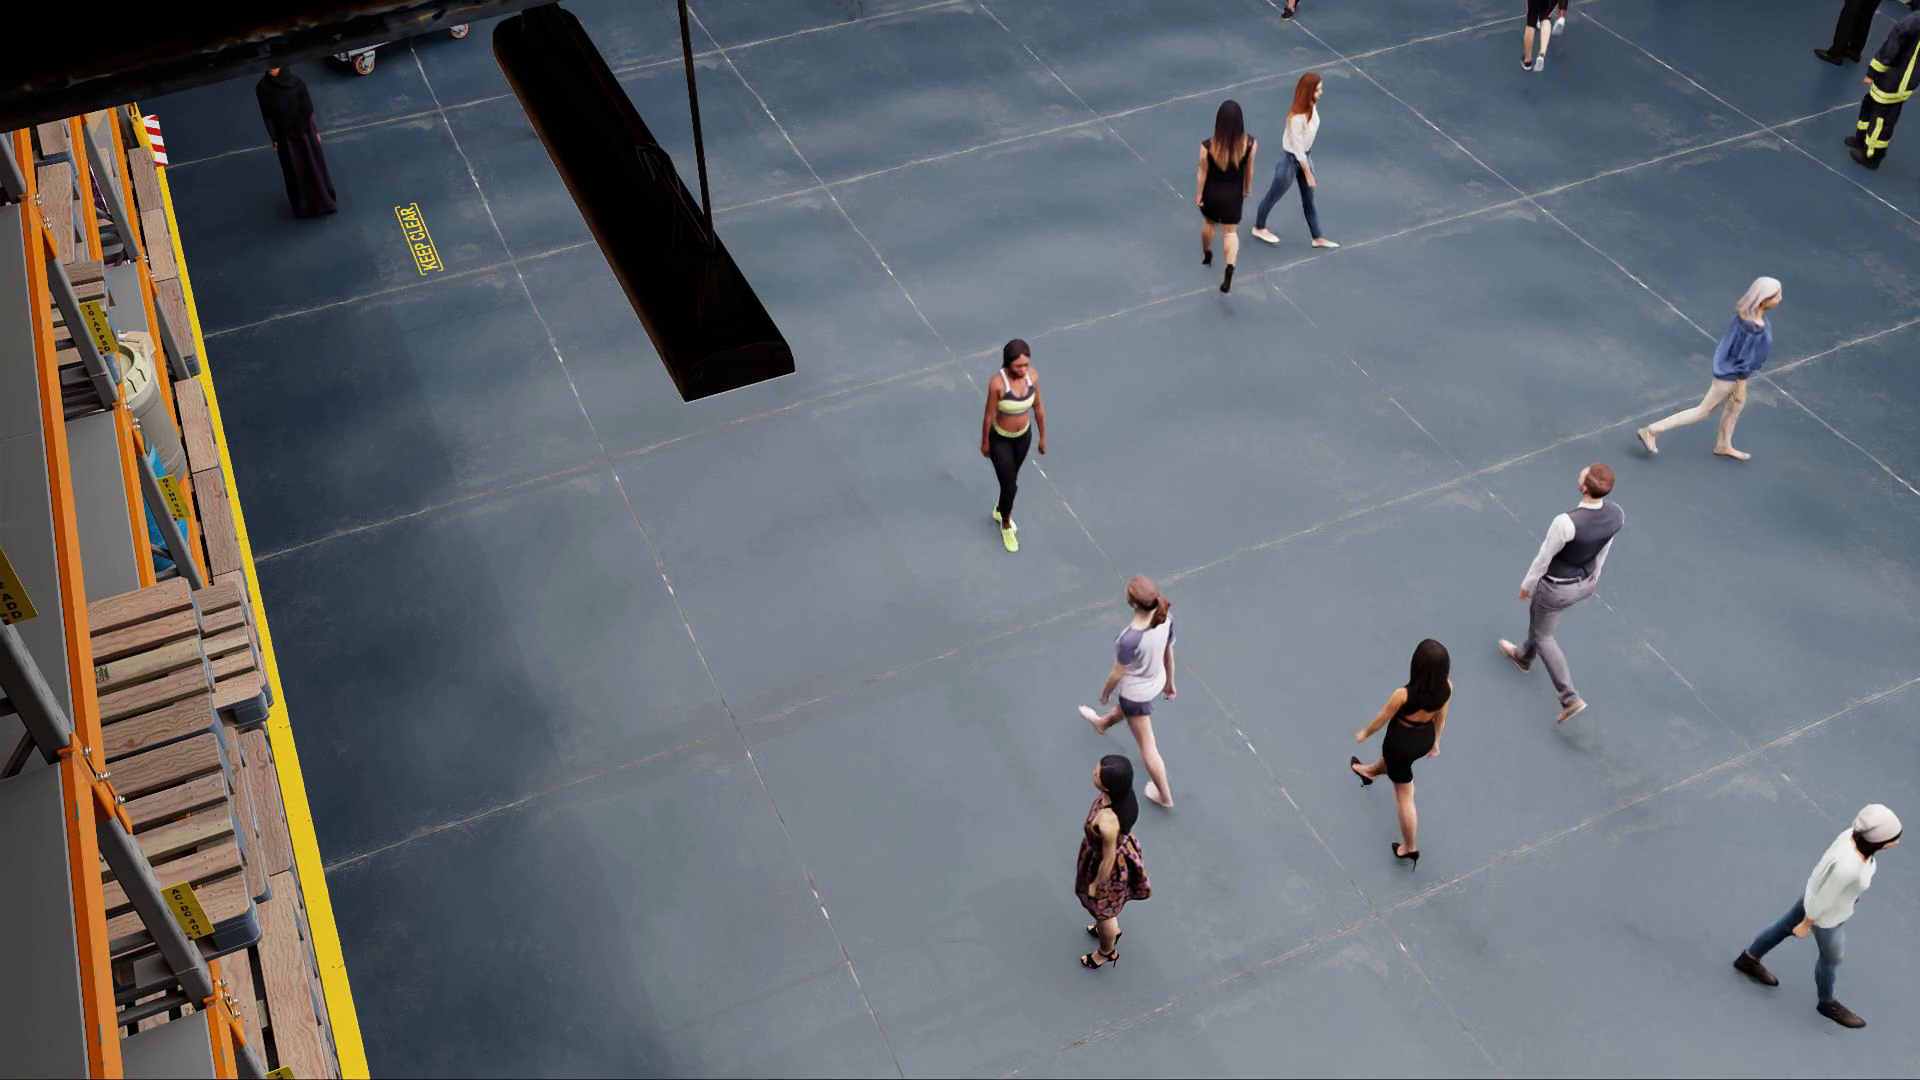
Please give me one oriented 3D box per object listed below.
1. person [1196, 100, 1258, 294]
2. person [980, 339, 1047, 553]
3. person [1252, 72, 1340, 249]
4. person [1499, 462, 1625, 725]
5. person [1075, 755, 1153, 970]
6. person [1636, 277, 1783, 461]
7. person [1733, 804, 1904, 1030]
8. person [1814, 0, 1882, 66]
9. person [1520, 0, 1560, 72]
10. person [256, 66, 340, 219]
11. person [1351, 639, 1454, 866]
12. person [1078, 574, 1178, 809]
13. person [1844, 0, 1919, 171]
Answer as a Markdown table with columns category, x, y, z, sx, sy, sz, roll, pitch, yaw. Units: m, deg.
| category | x | y | z | sx | sy | sz | roll | pitch | yaw |
| --- | --- | --- | --- | --- | --- | --- | --- | --- | --- |
| person | 2.254 | -2.879 | 14.116 | 0.924 | 1.689 | 1.126 | -1 | 44 | -1 |
| person | 0.320 | -0.770 | 11.866 | 0.594 | 1.739 | 0.693 | -19 | 47 | -19 |
| person | 2.835 | -3.319 | 14.574 | 1.111 | 1.696 | 0.891 | 27 | 50 | 26 |
| person | 3.897 | 0.345 | 10.574 | 0.699 | 1.908 | 1.130 | -16 | 46 | -16 |
| person | 0.808 | 1.775 | 9.169 | 0.865 | 1.775 | 0.800 | 12 | 45 | 12 |
| person | 5.650 | -1.245 | 12.420 | 1.128 | 1.664 | 1.120 | 11 | 45 | 11 |
| person | 4.648 | 1.952 | 9.093 | 1.043 | 1.624 | 0.891 | 25 | 49 | 24 |
| person | 9.367 | -5.812 | 17.030 | 0.690 | 1.917 | 0.579 | -18 | 47 | -18 |
| person | 5.935 | -5.557 | 16.866 | 0.850 | 1.773 | 0.953 | 7 | 44 | 8 |
| person | -6.010 | -3.691 | 15.023 | 0.620 | 1.615 | 0.601 | -14 | 45 | -14 |
| person | 2.672 | 1.293 | 9.800 | 0.616 | 1.603 | 1.061 | -15 | 46 | -15 |
| person | 1.144 | 0.961 | 10.074 | 0.820 | 1.706 | 1.219 | -32 | 52 | -29 |
| person | 8.820 | -4.326 | 15.473 | 0.863 | 1.912 | 0.793 | -26 | 49 | -25 |
